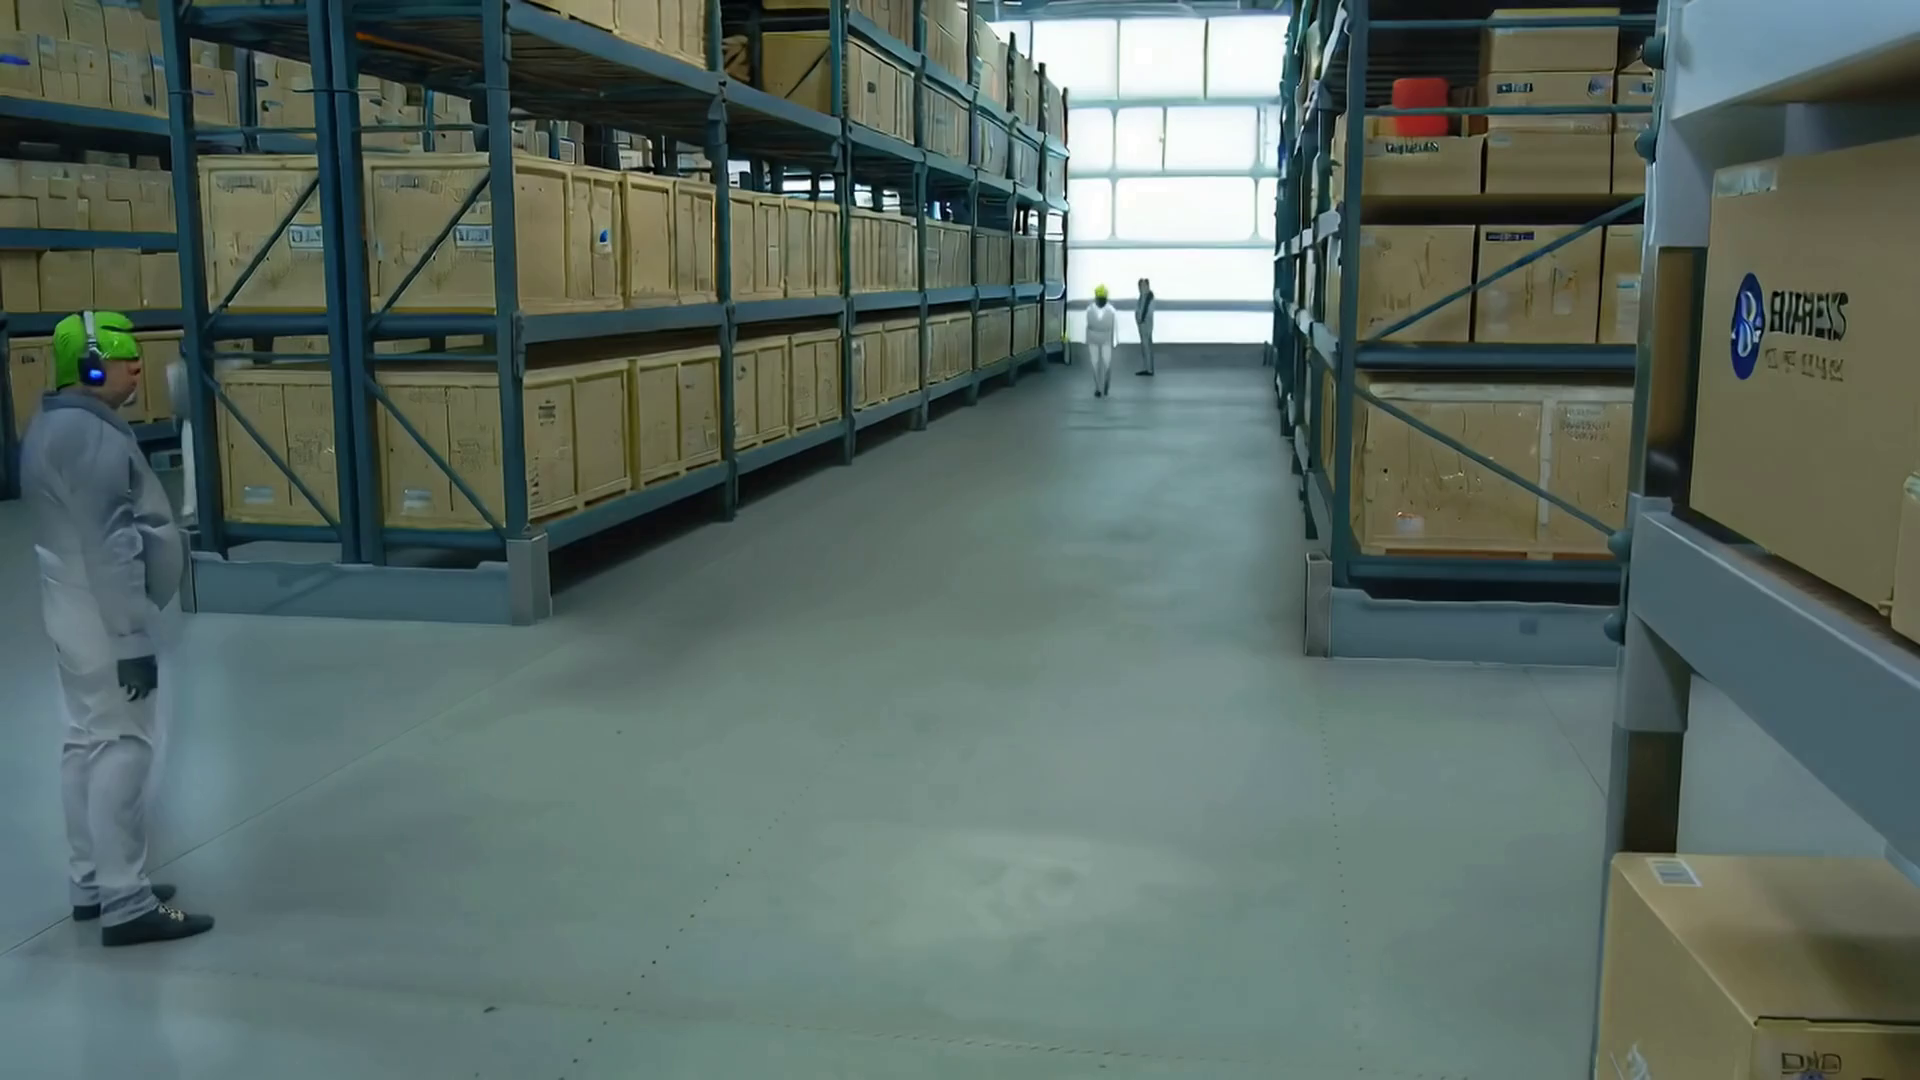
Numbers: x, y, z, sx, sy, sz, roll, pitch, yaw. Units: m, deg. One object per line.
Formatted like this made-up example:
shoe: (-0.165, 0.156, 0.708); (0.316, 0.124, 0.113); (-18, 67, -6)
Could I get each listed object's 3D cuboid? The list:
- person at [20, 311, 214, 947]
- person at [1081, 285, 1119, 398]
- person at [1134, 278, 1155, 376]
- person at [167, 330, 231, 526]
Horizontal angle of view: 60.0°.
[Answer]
person: (-2.564, 0.265, 5.055); (0.407, 1.906, 0.654); (-8, 12, -40)
person: (2.245, -3.190, 26.759); (0.606, 1.815, 0.431); (1, 9, 8)
person: (3.605, -4.155, 32.527); (0.398, 1.900, 0.642); (2, 9, 10)
person: (-6.019, -0.893, 13.188); (0.523, 1.585, 0.825); (-2, 9, -10)
